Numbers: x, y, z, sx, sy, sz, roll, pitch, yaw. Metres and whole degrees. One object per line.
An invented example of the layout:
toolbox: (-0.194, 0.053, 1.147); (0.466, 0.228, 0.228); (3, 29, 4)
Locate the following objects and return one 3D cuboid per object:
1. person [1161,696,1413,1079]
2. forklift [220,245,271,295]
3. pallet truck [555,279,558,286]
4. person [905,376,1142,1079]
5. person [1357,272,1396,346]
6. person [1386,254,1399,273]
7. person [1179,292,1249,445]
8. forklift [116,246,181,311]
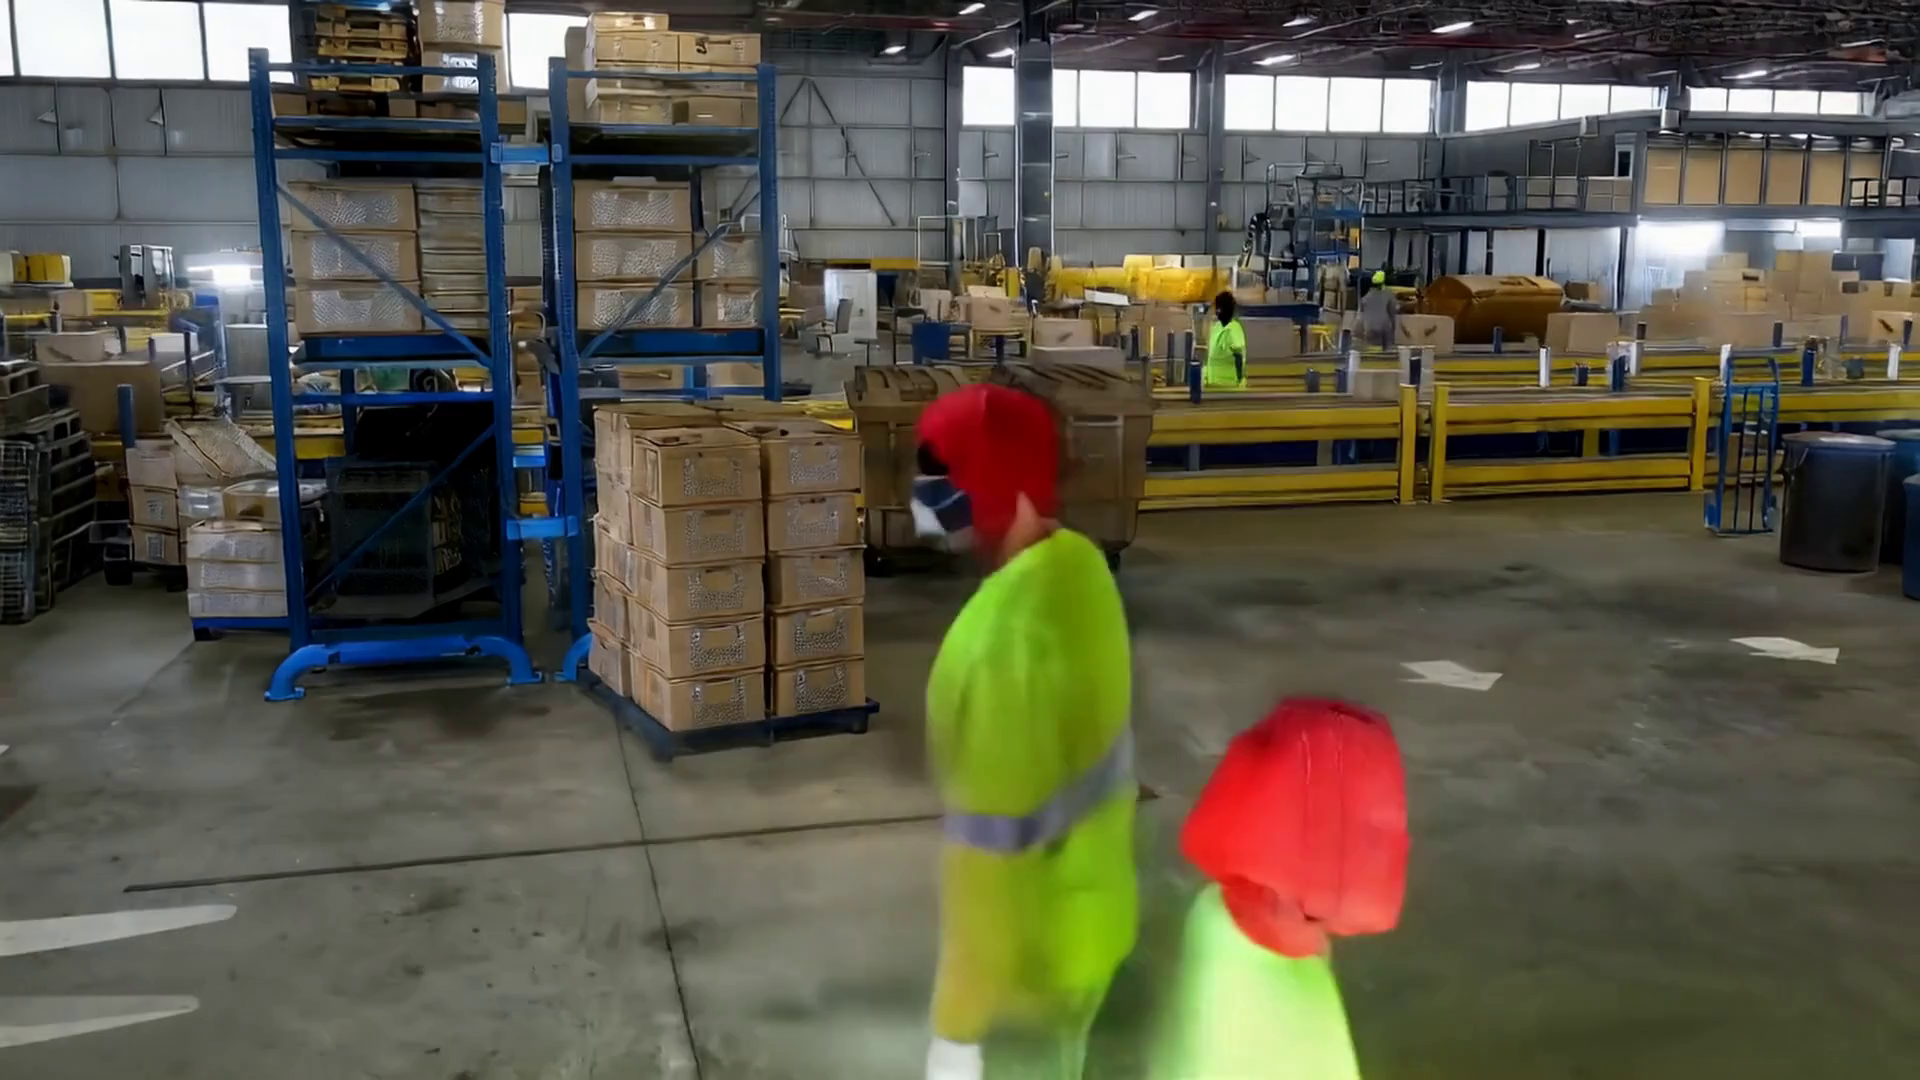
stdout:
person: (0.344, 0.976, 1.992); (0.369, 1.618, 0.496); (-1, 10, -3)
forklift: (-17.749, -6.334, 41.440); (1.157, 1.987, 2.680); (-3, 10, -17)
pallet truck: (-10.604, -6.375, 44.520); (0.653, 1.274, 1.630); (-3, 10, -15)
person: (0.090, 0.682, 2.810); (0.428, 1.917, 0.650); (2, 10, 13)
person: (6.401, -3.254, 25.630); (0.525, 1.729, 0.865); (8, 13, 38)
person: (16.174, -9.816, 62.361); (0.575, 1.882, 0.355); (-3, 11, -18)
person: (2.619, -1.682, 16.945); (0.866, 1.654, 0.542); (-2, 10, -11)
forklift: (-19.966, -6.232, 40.894); (1.157, 1.987, 2.680); (-3, 10, -15)
